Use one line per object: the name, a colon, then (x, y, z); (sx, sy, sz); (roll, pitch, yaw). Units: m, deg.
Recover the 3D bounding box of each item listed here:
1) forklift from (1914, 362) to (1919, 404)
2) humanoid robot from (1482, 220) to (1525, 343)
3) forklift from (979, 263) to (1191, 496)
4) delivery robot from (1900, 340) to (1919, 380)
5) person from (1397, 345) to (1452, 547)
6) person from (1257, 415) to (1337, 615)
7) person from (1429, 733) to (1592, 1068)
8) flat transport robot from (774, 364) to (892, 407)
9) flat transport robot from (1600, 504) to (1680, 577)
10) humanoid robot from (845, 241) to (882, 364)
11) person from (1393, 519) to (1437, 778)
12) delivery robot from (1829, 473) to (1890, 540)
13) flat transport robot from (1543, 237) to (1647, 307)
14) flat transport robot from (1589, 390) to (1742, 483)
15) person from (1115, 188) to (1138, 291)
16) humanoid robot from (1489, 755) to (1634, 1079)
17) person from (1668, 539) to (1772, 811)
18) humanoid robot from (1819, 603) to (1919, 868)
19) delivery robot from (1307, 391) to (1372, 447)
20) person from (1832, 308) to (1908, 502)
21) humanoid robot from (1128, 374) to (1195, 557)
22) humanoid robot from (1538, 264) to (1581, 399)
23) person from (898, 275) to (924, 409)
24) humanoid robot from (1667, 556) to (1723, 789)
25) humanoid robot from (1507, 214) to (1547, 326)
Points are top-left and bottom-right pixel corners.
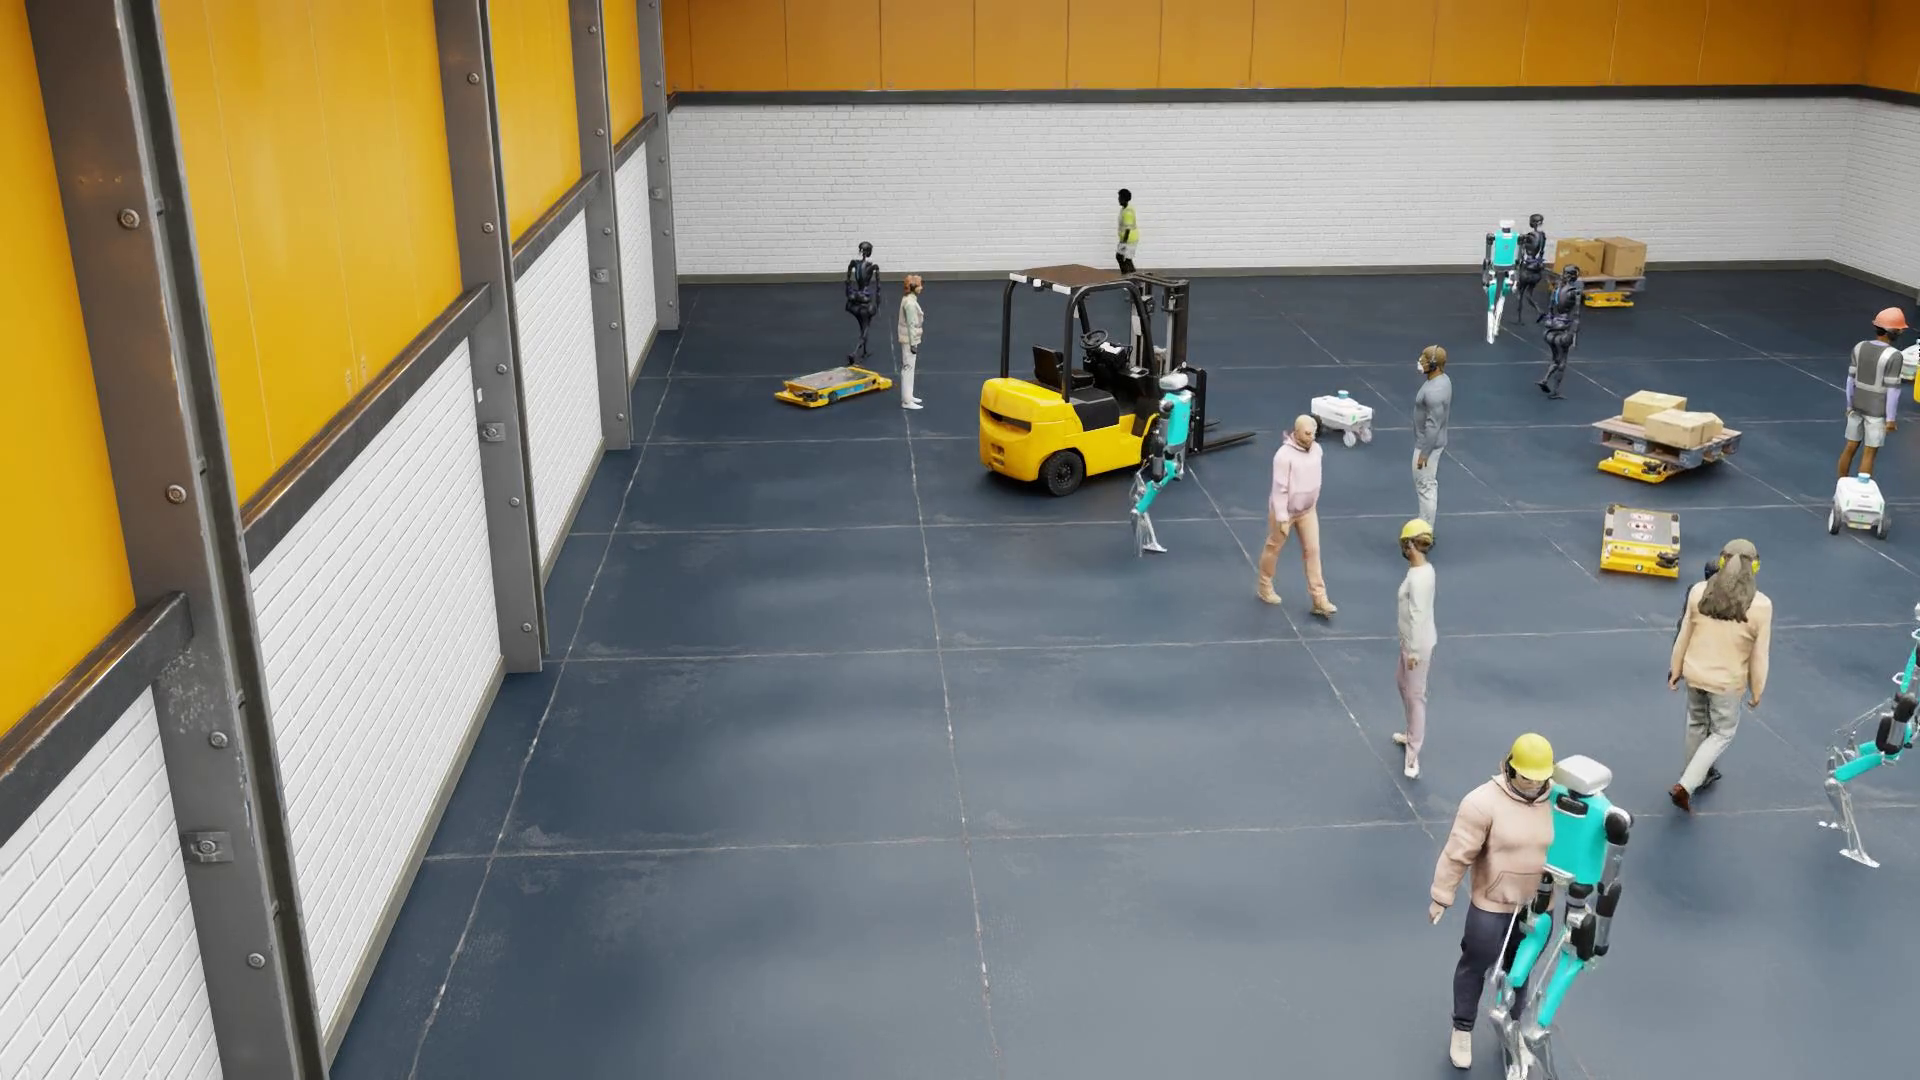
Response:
forklift: (12.602, -2.435, 19.475); (2.313, 2.155, 1.214); (-1, 20, -4)
humanoid robot: (7.605, -3.671, 23.532); (0.545, 1.803, 0.789); (2, 20, 6)
forklift: (1.315, -1.764, 17.646); (2.313, 2.155, 1.214); (-14, 24, -33)
delivery robot: (12.309, -2.266, 21.410); (0.815, 0.611, 0.499); (-16, 25, -36)
person: (4.374, -0.877, 15.597); (0.362, 1.938, 0.634); (6, 21, 17)
person: (2.875, -0.206, 14.052); (0.577, 1.738, 0.897); (-10, 22, -24)
person: (2.774, 1.801, 8.403); (0.816, 1.863, 0.419); (-1, 20, -2)
flat transport robot: (-1.586, -1.937, 20.904); (0.659, 0.231, 1.431); (17, 26, 39)
flat transport robot: (6.398, -0.002, 15.633); (0.659, 0.231, 1.431); (8, 22, 20)
humanoid robot: (-1.355, -3.196, 22.353); (0.611, 1.625, 0.746); (12, 23, 30)
person: (3.136, 0.746, 11.499); (0.307, 1.715, 0.709); (5, 21, 13)
delivery robot: (8.732, -0.335, 16.152); (0.499, 0.613, 0.814); (7, 21, 19)
flat transport robot: (9.977, -3.910, 26.280); (0.659, 0.231, 1.431); (-3, 20, -9)
flat transport robot: (7.645, -0.912, 18.112); (1.431, 0.231, 0.659); (-15, 25, -36)
person: (2.692, -4.822, 26.726); (0.440, 1.660, 0.564); (-3, 20, -7)
humanoid robot: (2.841, 1.959, 8.154); (0.734, 1.772, 0.547); (-16, 26, -37)
person: (4.923, 0.903, 10.878); (0.704, 1.849, 0.578); (-17, 26, -39)
humanoid robot: (5.666, 1.154, 10.391); (0.799, 1.799, 0.533); (17, 26, 39)
delivery robot: (4.352, -1.410, 19.068); (0.499, 0.604, 0.801); (-13, 24, -32)
person: (9.126, -1.312, 16.632); (0.382, 2.045, 0.604); (-5, 21, -14)
humanoid robot: (1.766, -0.651, 15.371); (0.694, 1.868, 0.530); (14, 24, 33)
humanoid robot: (7.452, -2.598, 20.654); (0.354, 1.642, 0.594); (-8, 22, -21)
person: (-0.598, -2.411, 20.220); (0.316, 1.632, 0.517); (-2, 20, -4)
humanoid robot: (5.067, 0.876, 11.207); (0.364, 1.644, 0.601); (-10, 22, -26)
humanoid robot: (8.358, -3.948, 24.356); (0.593, 1.646, 0.494); (-14, 24, -33)
